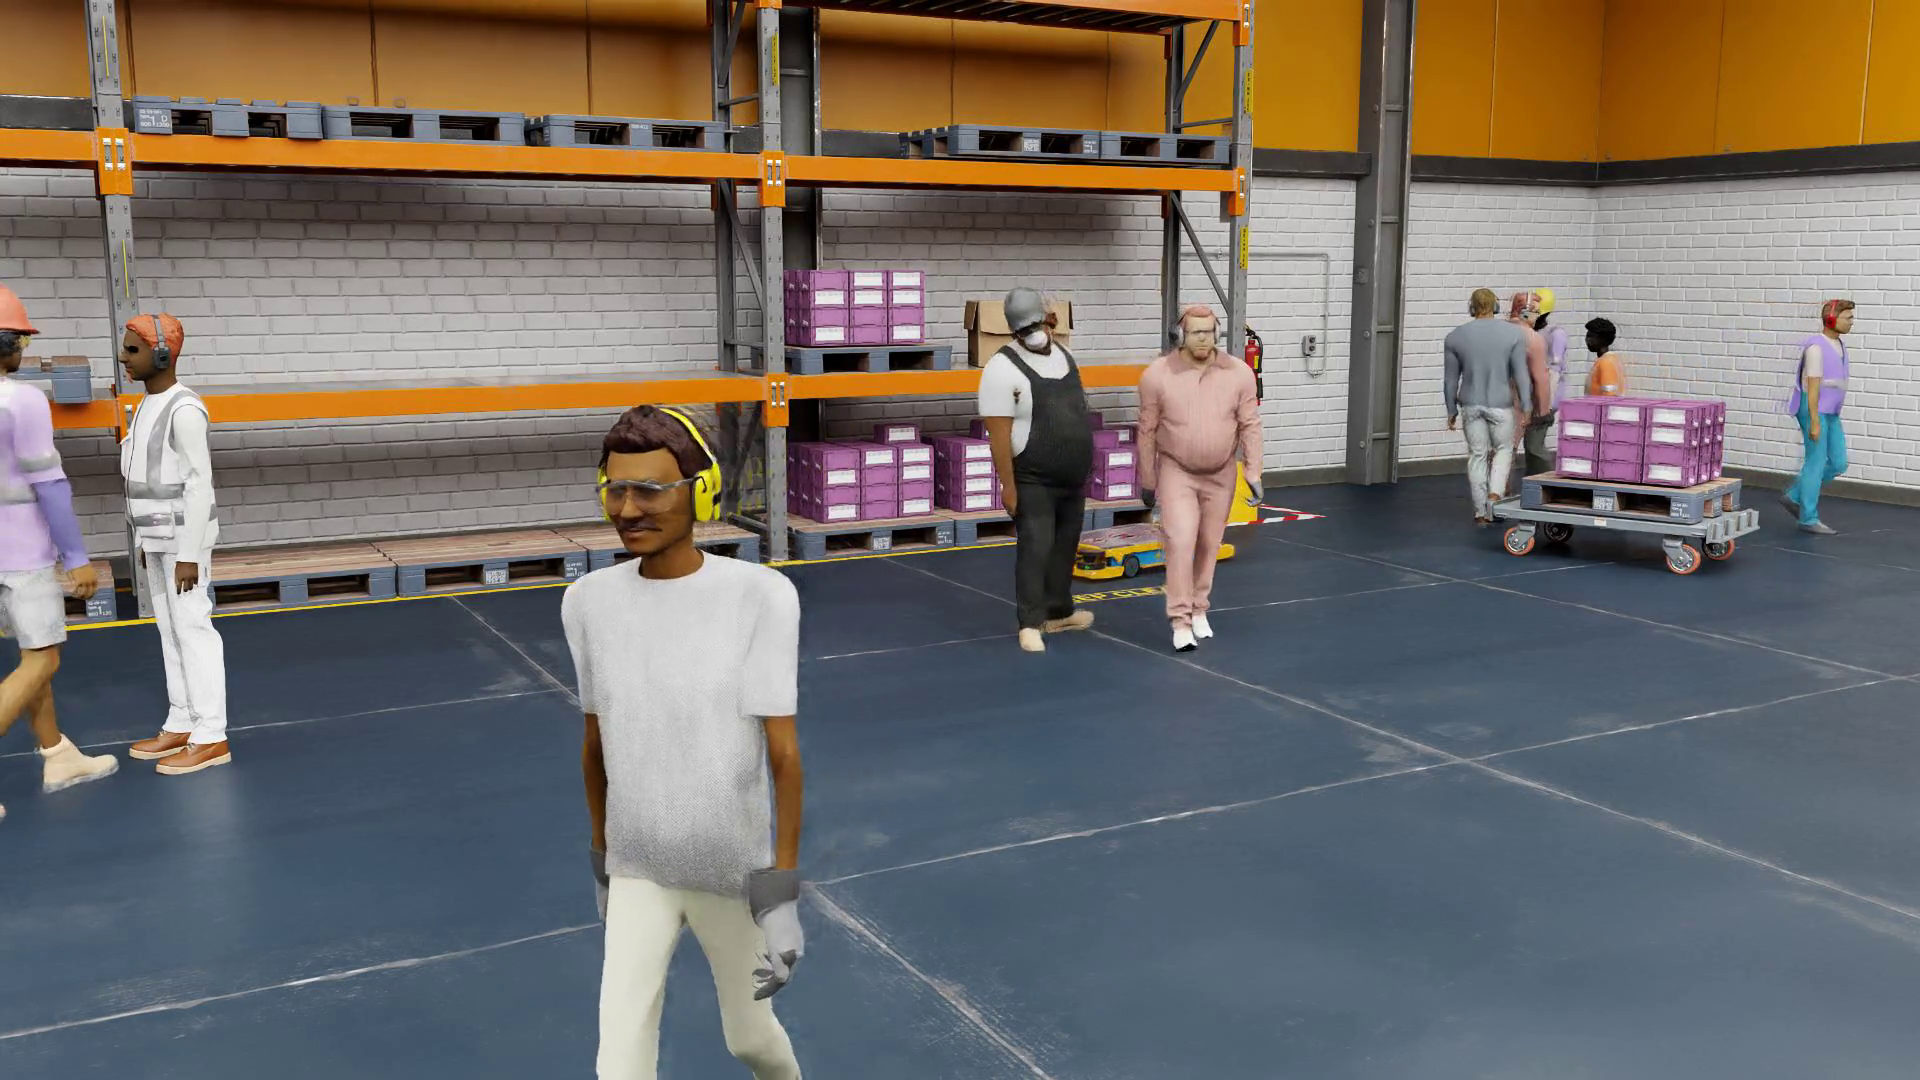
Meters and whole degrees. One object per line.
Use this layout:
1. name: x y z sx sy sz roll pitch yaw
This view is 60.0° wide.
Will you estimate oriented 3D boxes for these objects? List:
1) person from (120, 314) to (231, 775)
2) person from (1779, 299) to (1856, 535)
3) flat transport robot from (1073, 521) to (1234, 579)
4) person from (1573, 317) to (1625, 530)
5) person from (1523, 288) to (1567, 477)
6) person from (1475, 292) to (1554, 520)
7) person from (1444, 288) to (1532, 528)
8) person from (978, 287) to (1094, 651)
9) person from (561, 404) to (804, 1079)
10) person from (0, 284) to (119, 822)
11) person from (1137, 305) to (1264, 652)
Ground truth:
1. person: -3.255 0.016 6.863 0.356 1.883 0.573 -8 13 -42
2. person: 6.677 -0.952 12.905 0.577 1.829 0.430 -8 12 -40
3. flat transport robot: 1.183 0.057 11.510 1.431 0.197 0.652 -8 12 -40
4. person: 4.996 -0.908 13.085 0.562 1.671 0.566 5 10 27
5. person: 4.869 -1.167 14.033 0.423 1.899 0.663 -1 9 -8
6. person: 4.588 -1.081 13.605 0.822 1.868 0.640 -3 10 -20
7. person: 4.175 -1.035 13.195 0.707 1.903 0.477 4 10 25
8. person: 0.526 -0.426 9.071 0.535 2.000 0.905 8 12 40
9. person: -0.515 0.637 3.291 0.521 1.820 0.959 1 9 9
10. person: -3.613 0.045 6.287 0.625 2.018 0.850 5 11 28
11. person: 1.316 -0.324 9.005 0.652 1.862 0.965 -1 9 -5
